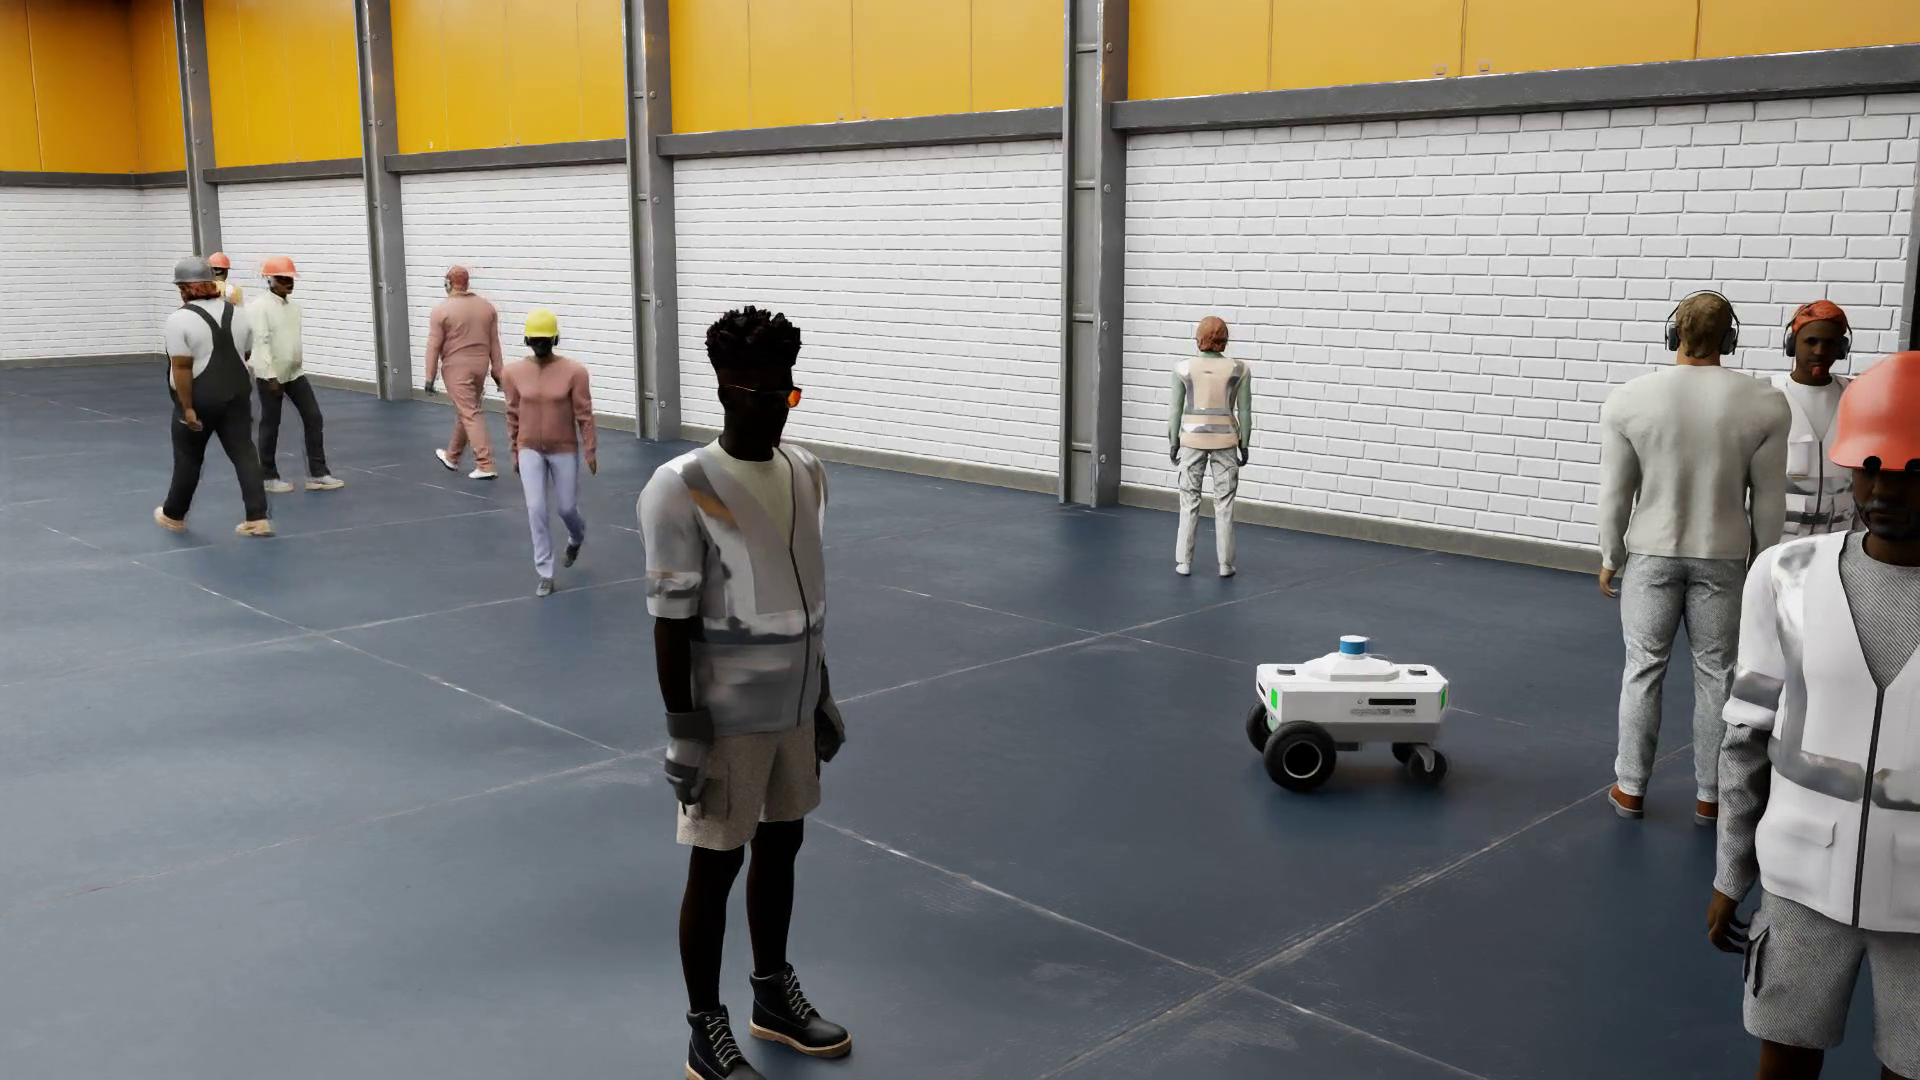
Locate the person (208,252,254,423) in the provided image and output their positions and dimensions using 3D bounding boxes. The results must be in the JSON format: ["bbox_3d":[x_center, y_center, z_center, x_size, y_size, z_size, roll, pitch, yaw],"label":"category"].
[{"bbox_3d":[-8.306,-2.267,18.789,0.553,1.934,0.366,0,10,2],"label":"person"}]

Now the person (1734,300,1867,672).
[{"bbox_3d":[3.283,0.004,6.547,0.584,1.882,0.337,0,10,0],"label":"person"}]

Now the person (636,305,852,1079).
[{"bbox_3d":[-0.514,0.404,4.147,0.362,1.964,0.611,7,12,33],"label":"person"}]

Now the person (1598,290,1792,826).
[{"bbox_3d":[2.624,0.074,6.022,0.631,1.940,0.372,4,11,21],"label":"person"}]

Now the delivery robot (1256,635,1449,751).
[{"bbox_3d":[1.542,0.621,6.558,0.707,0.478,0.477,0,10,1],"label":"delivery robot"}]

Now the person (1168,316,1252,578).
[{"bbox_3d":[1.556,-0.573,10.387,0.523,1.634,0.312,2,11,11],"label":"person"}]

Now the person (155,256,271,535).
[{"bbox_3d":[-5.360,-1.045,11.844,1.036,2.000,0.687,6,12,31],"label":"person"}]

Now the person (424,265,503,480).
[{"bbox_3d":[-4.440,-1.478,14.680,0.995,1.855,0.674,7,13,35],"label":"person"}]

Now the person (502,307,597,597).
[{"bbox_3d":[-2.451,-0.552,10.030,0.529,1.731,0.685,-1,10,-4],"label":"person"}]

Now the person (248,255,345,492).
[{"bbox_3d":[-5.507,-1.351,13.722,0.841,1.963,0.623,4,11,21],"label":"person"}]

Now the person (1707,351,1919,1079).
[{"bbox_3d":[1.634,0.630,2.990,0.552,1.935,0.373,8,13,38],"label":"person"}]
